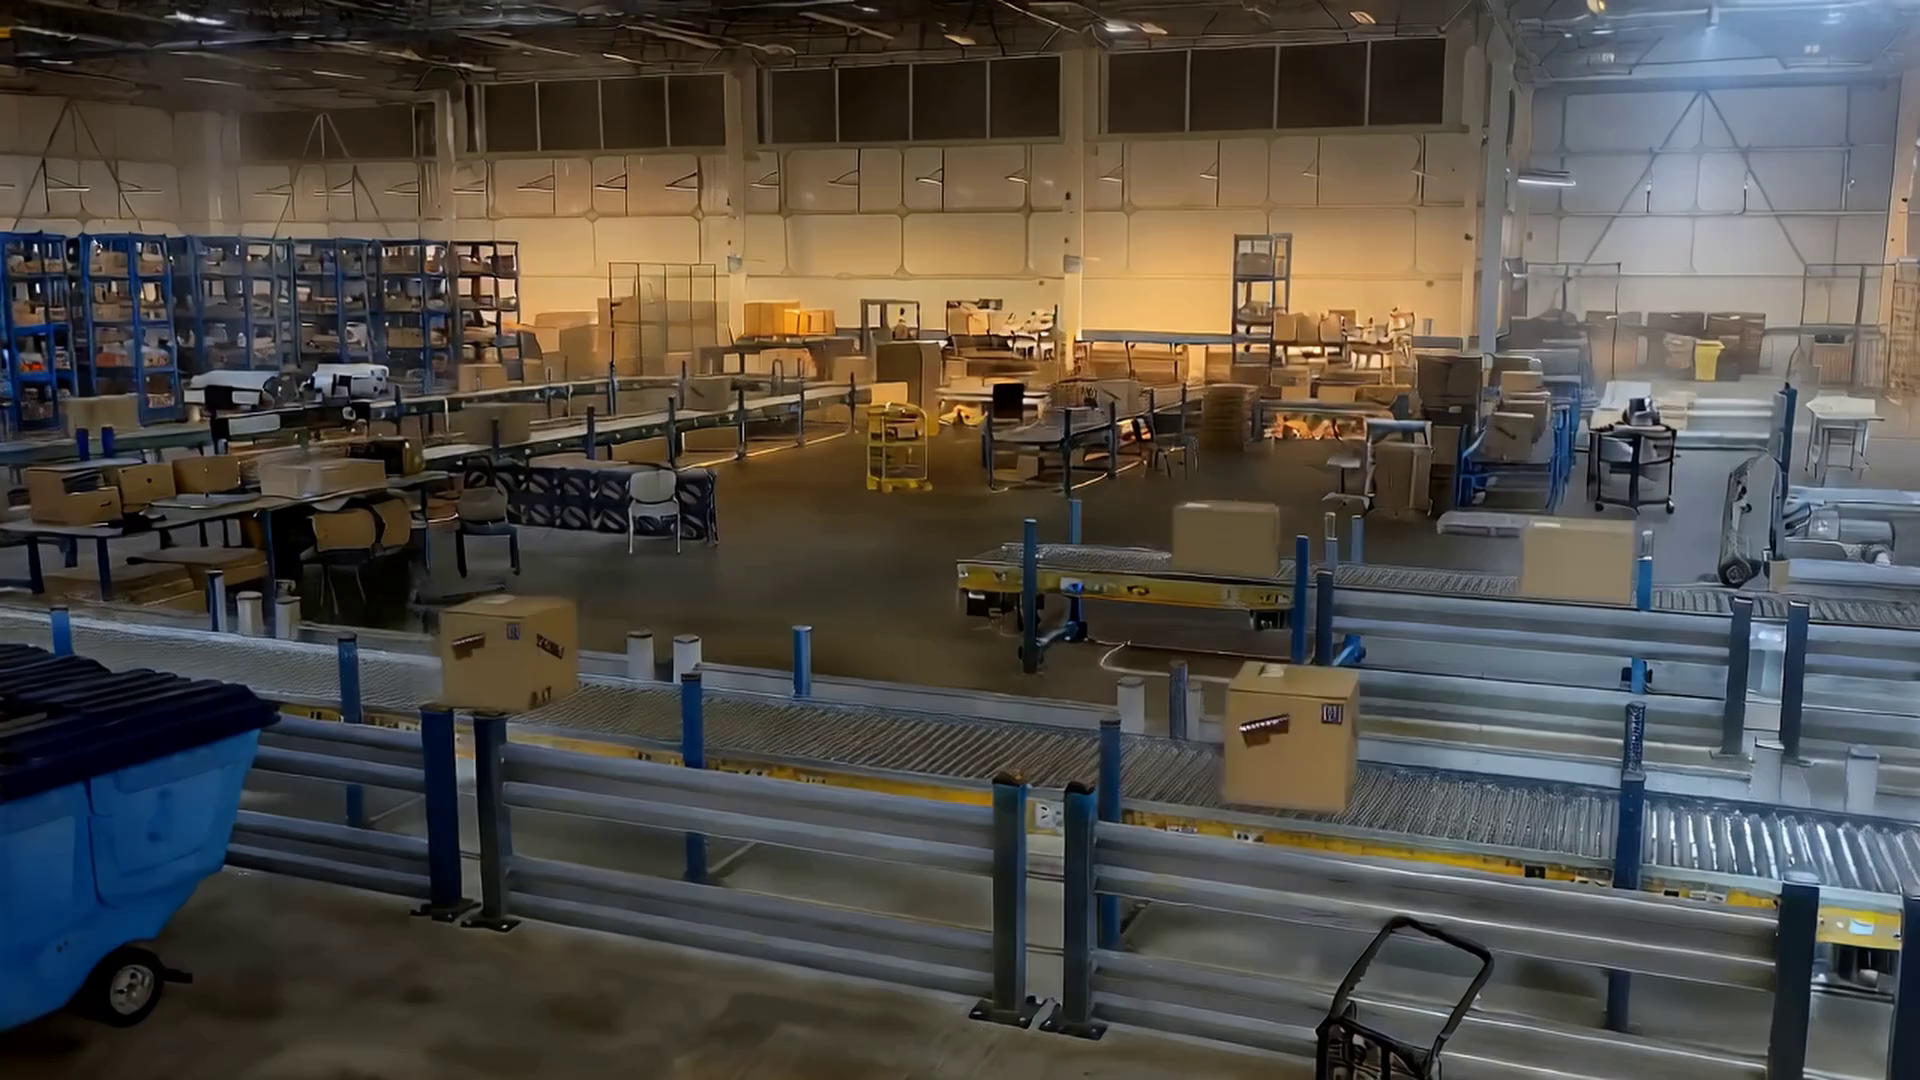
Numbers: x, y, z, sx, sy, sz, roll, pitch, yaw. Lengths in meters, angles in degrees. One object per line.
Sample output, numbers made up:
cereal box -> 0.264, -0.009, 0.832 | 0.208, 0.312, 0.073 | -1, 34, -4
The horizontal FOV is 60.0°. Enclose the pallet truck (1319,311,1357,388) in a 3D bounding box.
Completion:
pallet truck -> 9.071, -4.419, 39.190 | 0.823, 1.965, 1.885 | 5, 10, 26

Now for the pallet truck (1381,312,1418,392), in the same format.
pallet truck -> 10.207, -4.283, 38.369 | 0.823, 1.965, 1.885 | 3, 10, 20

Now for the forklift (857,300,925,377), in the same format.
forklift -> -1.732, -5.109, 42.468 | 1.157, 1.987, 2.680 | 4, 10, 22

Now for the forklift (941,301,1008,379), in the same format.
forklift -> 0.365, -4.966, 41.571 | 1.157, 1.987, 2.680 | 3, 10, 20

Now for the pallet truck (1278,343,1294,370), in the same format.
pallet truck -> 7.886, -4.163, 39.743 | 0.653, 1.274, 1.630 | 4, 10, 22

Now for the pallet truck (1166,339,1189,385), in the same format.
pallet truck -> 5.418, -4.269, 40.420 | 0.704, 1.261, 1.522 | 3, 10, 20

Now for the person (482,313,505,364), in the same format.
person -> -11.786, -4.870, 41.982 | 0.629, 1.979, 0.663 | -7, 11, -35

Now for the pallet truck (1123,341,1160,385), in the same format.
pallet truck -> 4.445, -4.380, 41.279 | 0.680, 1.201, 1.601 | 4, 10, 22
